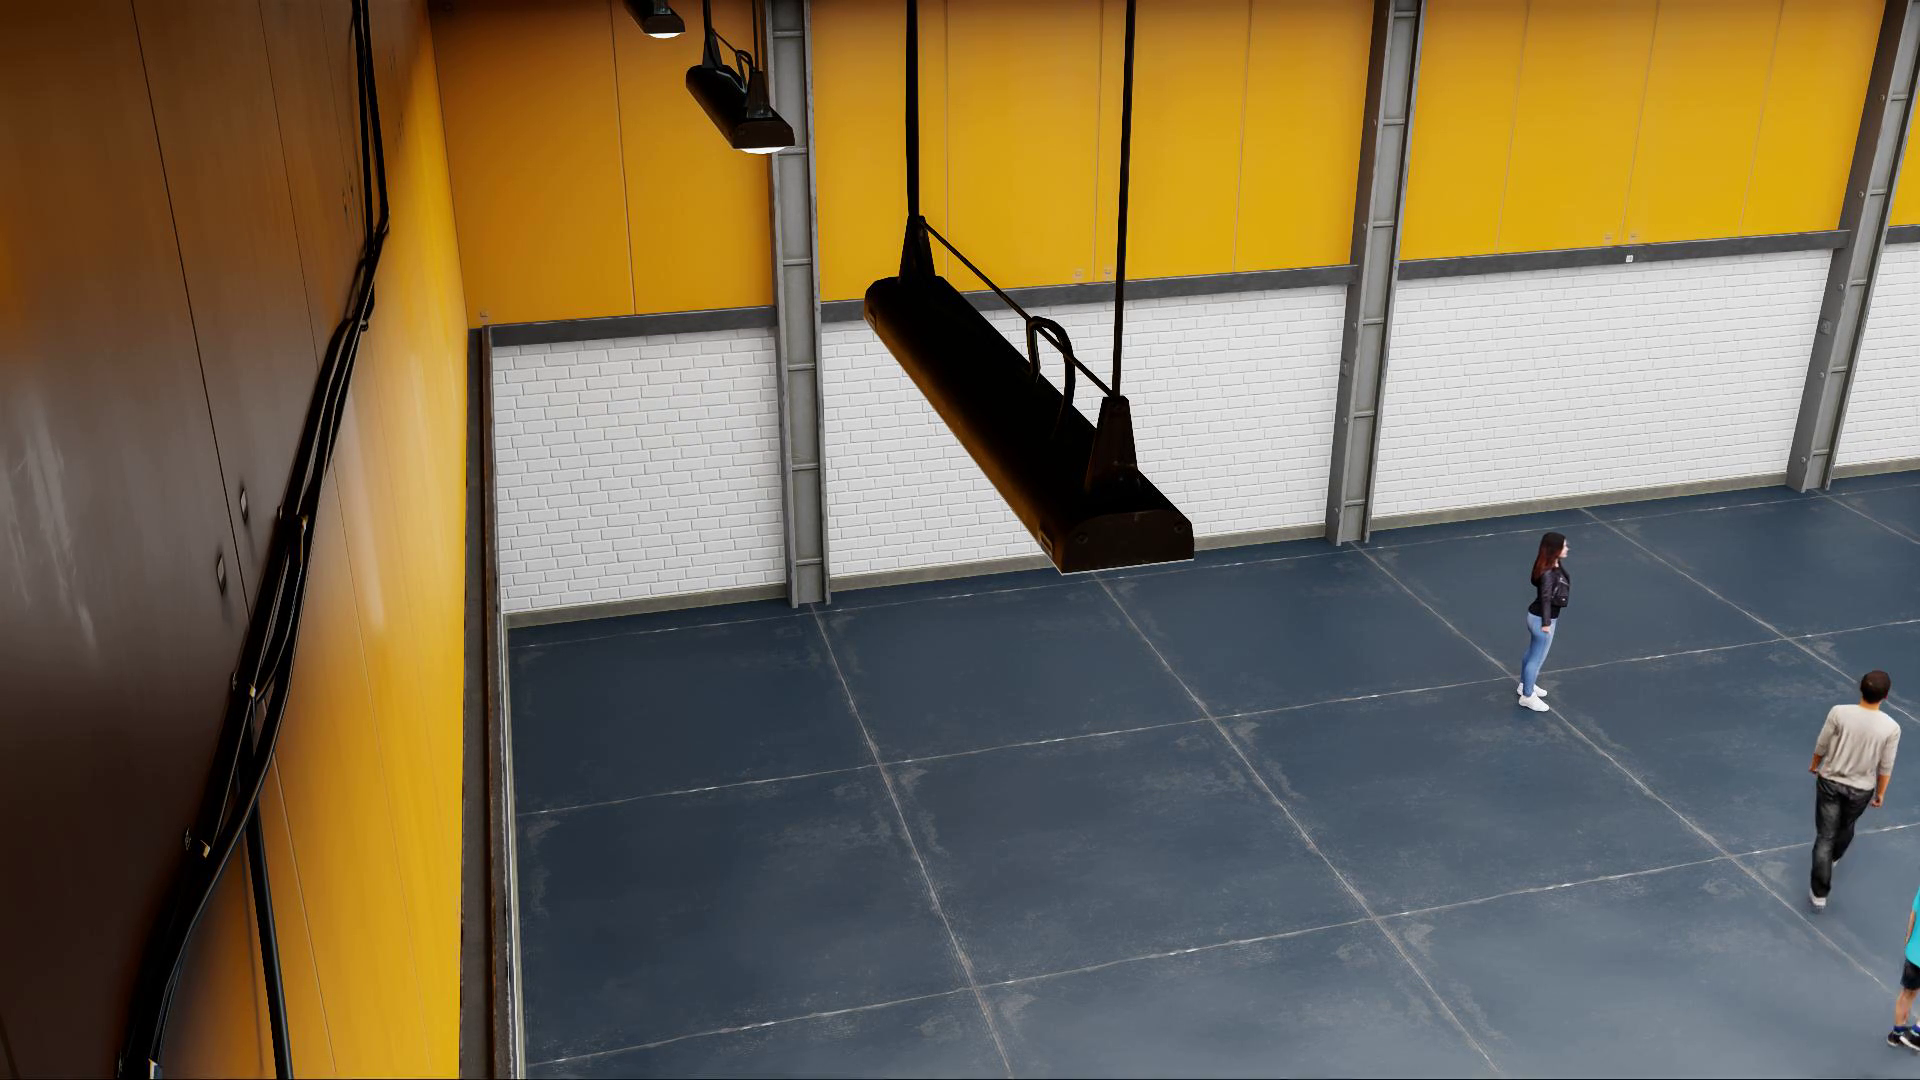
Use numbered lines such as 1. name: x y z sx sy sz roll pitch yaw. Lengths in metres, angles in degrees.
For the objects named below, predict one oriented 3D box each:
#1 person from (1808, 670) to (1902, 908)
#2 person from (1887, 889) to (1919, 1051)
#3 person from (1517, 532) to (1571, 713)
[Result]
1. person: 6.351 1.802 11.948 1.159 1.772 1.198 12 26 26
2. person: 6.081 2.625 10.478 0.573 1.441 0.575 -10 26 -22
3. person: 5.140 0.689 14.664 0.735 1.635 0.723 7 24 15
